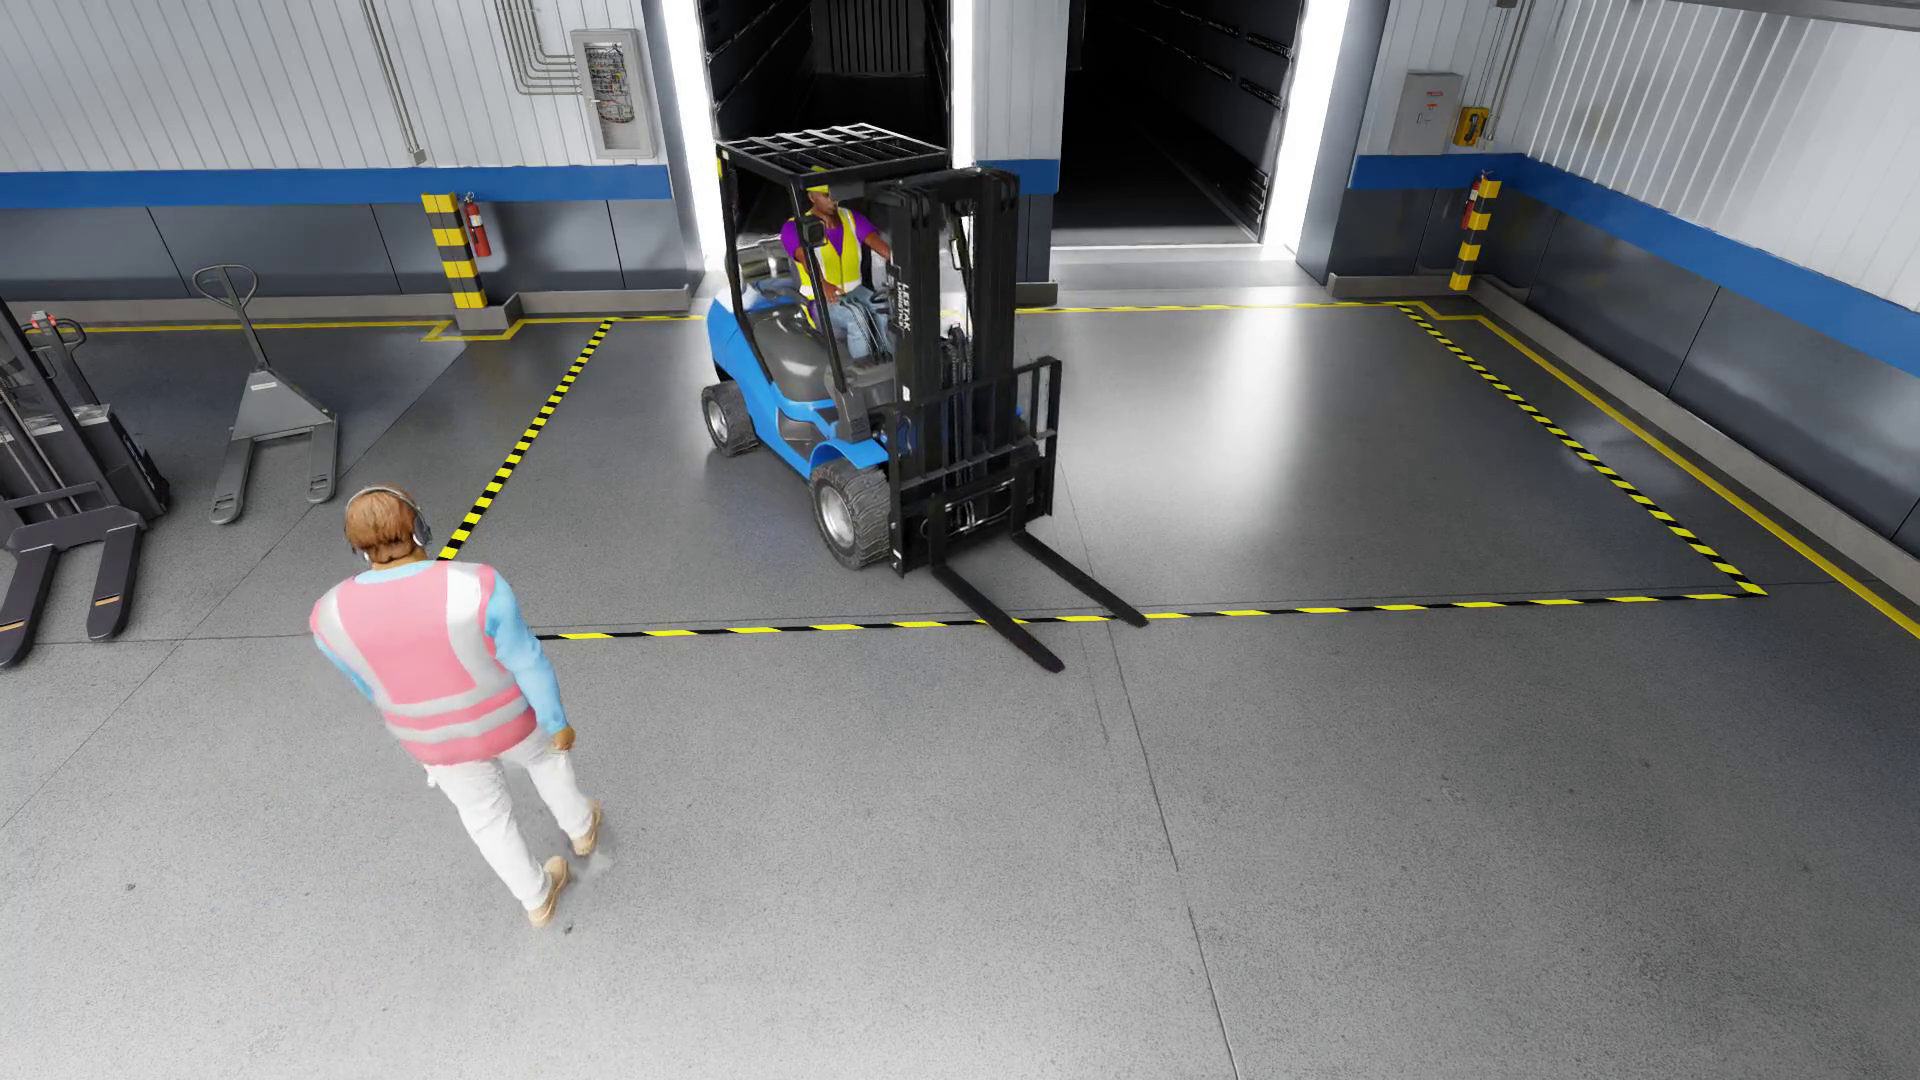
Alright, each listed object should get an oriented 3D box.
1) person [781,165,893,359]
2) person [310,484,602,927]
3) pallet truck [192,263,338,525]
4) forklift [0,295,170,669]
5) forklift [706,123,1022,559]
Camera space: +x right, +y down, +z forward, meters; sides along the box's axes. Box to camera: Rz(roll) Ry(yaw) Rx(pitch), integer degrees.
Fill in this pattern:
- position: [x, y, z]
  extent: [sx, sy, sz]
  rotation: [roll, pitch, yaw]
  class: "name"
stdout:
- position: [-0.636, -1.519, 5.534]
  extent: [0.635, 1.294, 1.004]
  rotation: [-22, 41, -29]
  class: "person"
- position: [-1.726, 0.620, 3.263]
  extent: [0.663, 1.809, 0.569]
  rotation: [-9, 36, -12]
  class: "person"
- position: [-4.778, -1.027, 6.128]
  extent: [0.680, 1.201, 1.601]
  rotation: [-17, 38, -23]
  class: "pallet truck"
- position: [-5.212, -0.618, 4.878]
  extent: [0.823, 1.965, 1.885]
  rotation: [-20, 39, -26]
  class: "forklift"
- position: [-0.665, -1.395, 5.684]
  extent: [1.157, 2.036, 2.680]
  rotation: [-22, 41, -29]
  class: "forklift"
